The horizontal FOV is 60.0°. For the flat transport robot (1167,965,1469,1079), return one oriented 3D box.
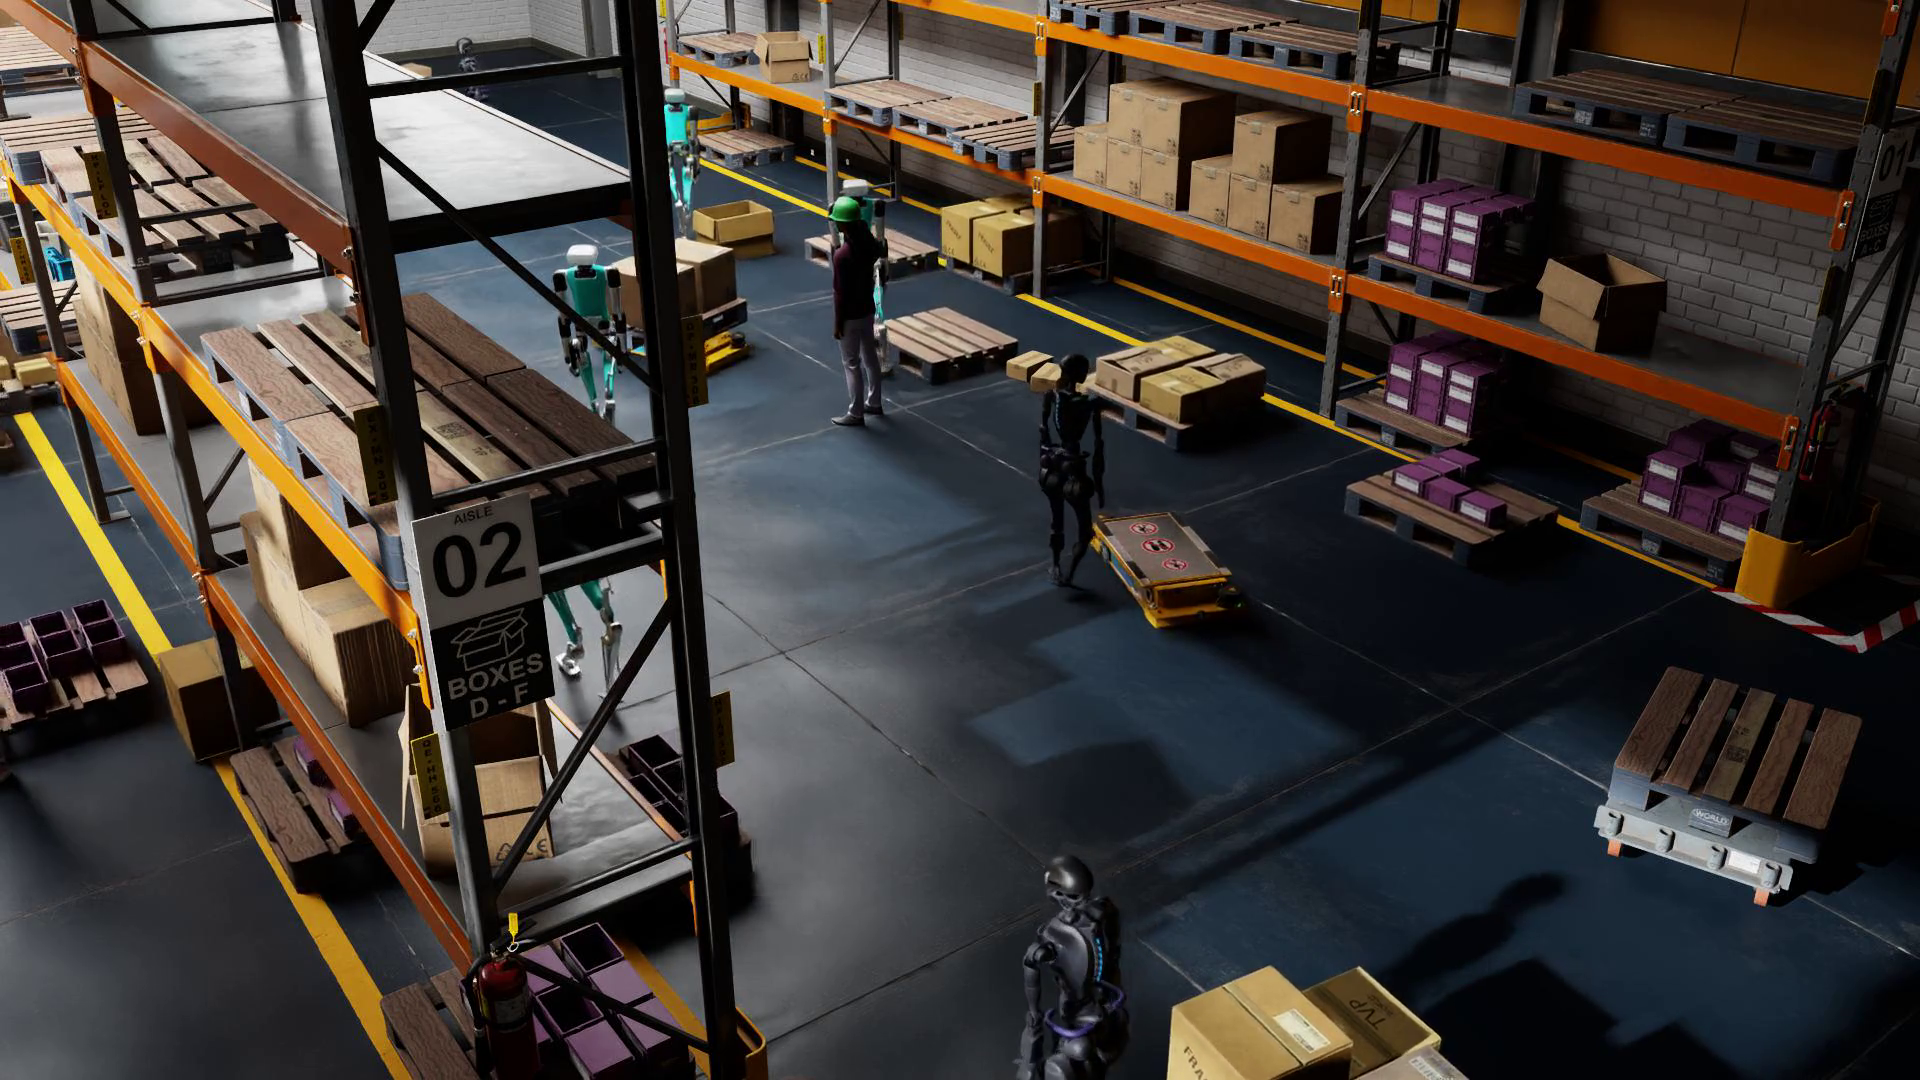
[{"bbox_3d":[1.591,2.642,6.732,1.431,0.231,0.659,-14,30,-26],"label":"flat transport robot"}]

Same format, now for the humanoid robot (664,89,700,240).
[{"bbox_3d":[-3.097,-4.088,18.486,0.558,1.734,1.024,-10,28,-18],"label":"humanoid robot"}]

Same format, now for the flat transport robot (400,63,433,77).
[{"bbox_3d":[-7.754,-5.804,23.532,0.659,0.231,1.431,1,27,2],"label":"flat transport robot"}]

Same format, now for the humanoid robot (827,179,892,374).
[{"bbox_3d":[-0.837,-2.257,14.903,0.530,1.831,0.775,-9,28,-17],"label":"humanoid robot"}]

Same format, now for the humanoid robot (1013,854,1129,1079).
[{"bbox_3d":[0.472,1.960,6.537,0.391,1.643,0.599,24,35,39],"label":"humanoid robot"}]

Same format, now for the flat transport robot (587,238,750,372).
[{"bbox_3d":[-2.754,-1.889,15.745,1.431,0.231,0.659,15,31,28],"label":"flat transport robot"}]

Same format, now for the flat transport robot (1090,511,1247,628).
[{"bbox_3d":[1.420,0.170,11.648,0.659,0.231,1.431,-7,28,-14],"label":"flat transport robot"}]

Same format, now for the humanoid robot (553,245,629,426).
[{"bbox_3d":[-2.905,-1.407,13.194,0.546,1.753,1.034,-4,27,-7],"label":"humanoid robot"}]

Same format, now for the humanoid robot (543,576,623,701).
[{"bbox_3d":[-2.281,0.243,9.926,0.536,1.768,1.025,-16,31,-29],"label":"humanoid robot"}]

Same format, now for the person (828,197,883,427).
[{"bbox_3d":[-0.885,-1.904,13.919,0.436,1.942,0.487,15,30,27],"label":"person"}]

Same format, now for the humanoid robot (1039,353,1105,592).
[{"bbox_3d":[0.718,-0.447,11.316,0.438,1.648,0.621,-23,35,-38],"label":"humanoid robot"}]

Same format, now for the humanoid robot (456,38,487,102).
[{"bbox_3d":[-6.368,-5.764,21.881,0.401,1.646,0.612,-16,31,-29],"label":"humanoid robot"}]

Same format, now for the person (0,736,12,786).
[{"bbox_3d":[-5.652,0.546,9.077,0.651,1.908,0.412,11,29,21],"label":"person"}]
